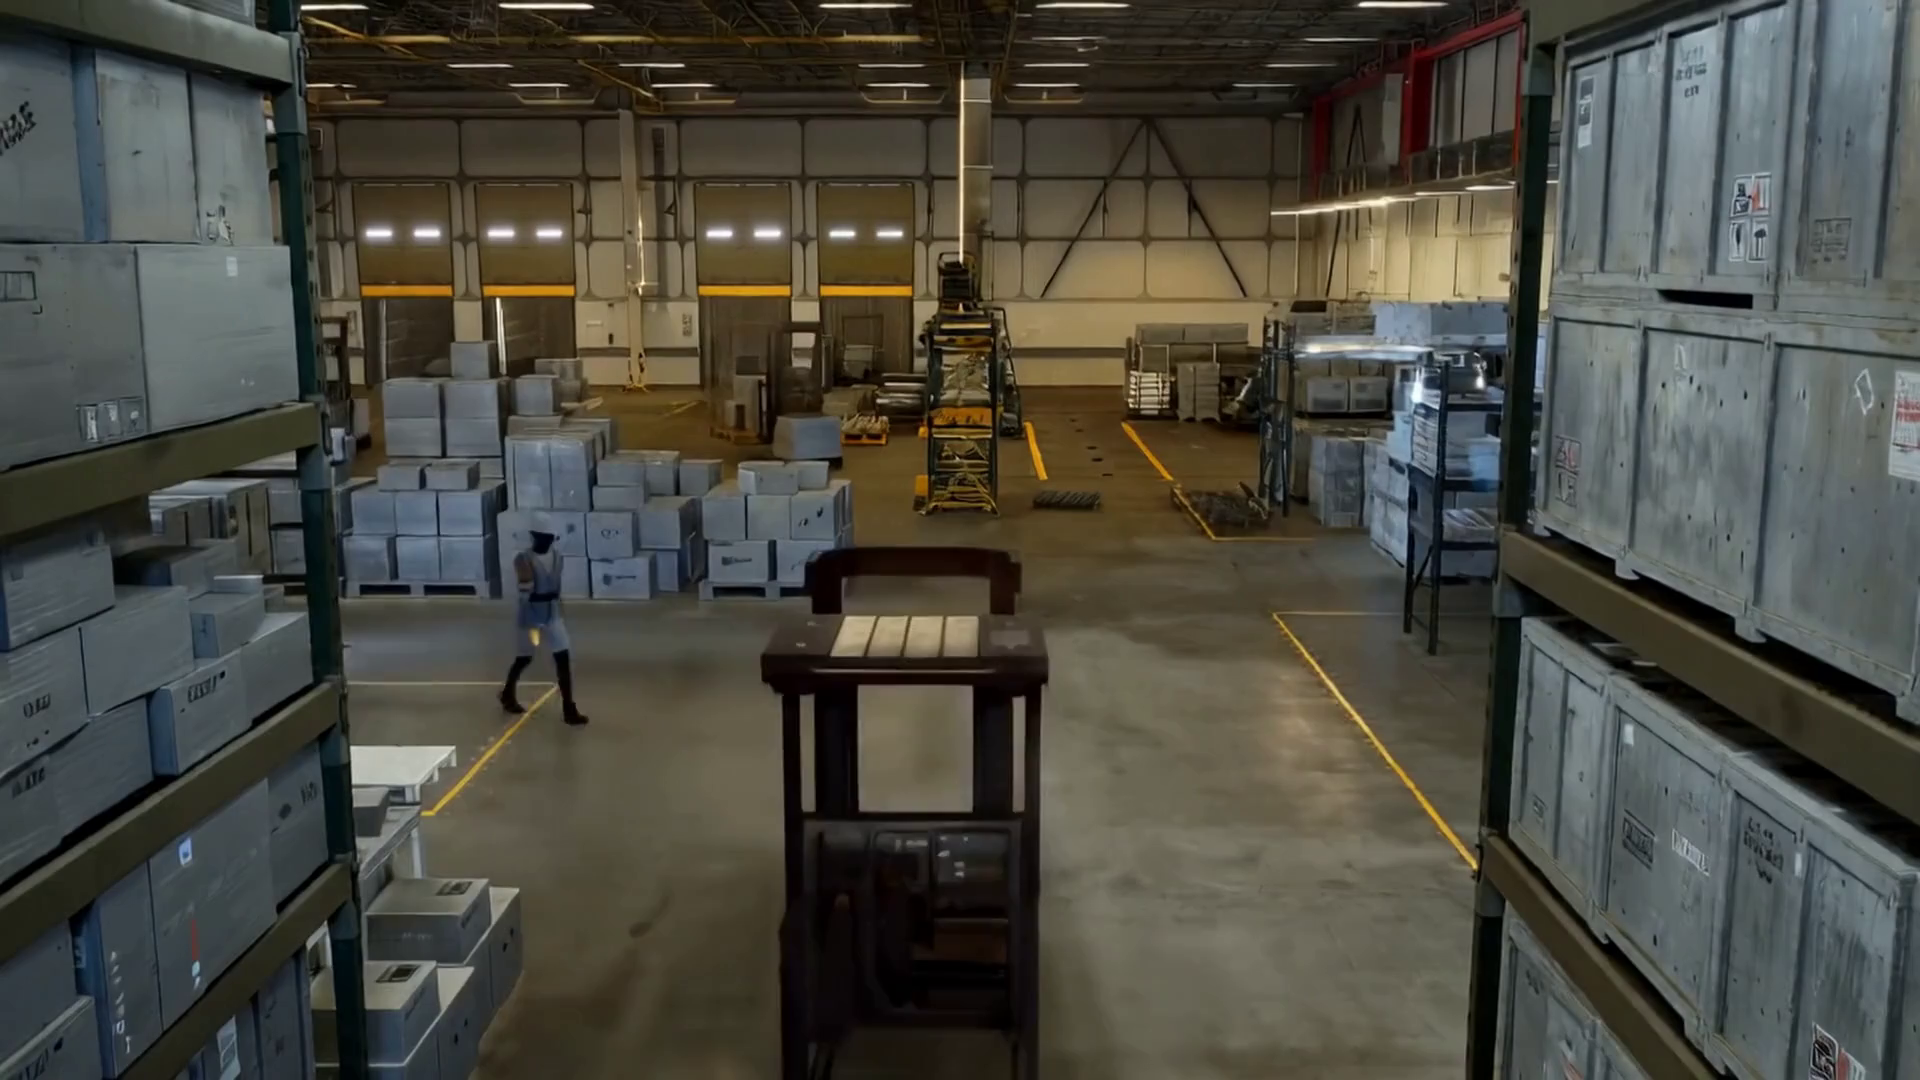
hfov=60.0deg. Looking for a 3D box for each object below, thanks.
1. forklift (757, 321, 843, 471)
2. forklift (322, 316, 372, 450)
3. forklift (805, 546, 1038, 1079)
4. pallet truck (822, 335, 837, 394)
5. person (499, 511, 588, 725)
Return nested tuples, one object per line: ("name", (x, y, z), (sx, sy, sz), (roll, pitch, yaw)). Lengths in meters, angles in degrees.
("forklift", (-3.030, -2.731, 31.456), (1.129, 2.768, 1.873), (-5, 11, -25))
("forklift", (-12.990, -3.195, 34.137), (1.129, 2.768, 1.873), (0, 10, 1))
("forklift", (-0.198, 1.426, 7.475), (1.129, 2.768, 1.873), (0, 10, 1))
("pallet truck", (-3.021, -4.312, 43.126), (1.885, 1.965, 0.823), (3, 10, 17))
("person", (-3.745, 0.668, 14.712), (0.979, 1.896, 0.547), (7, 12, 36))
